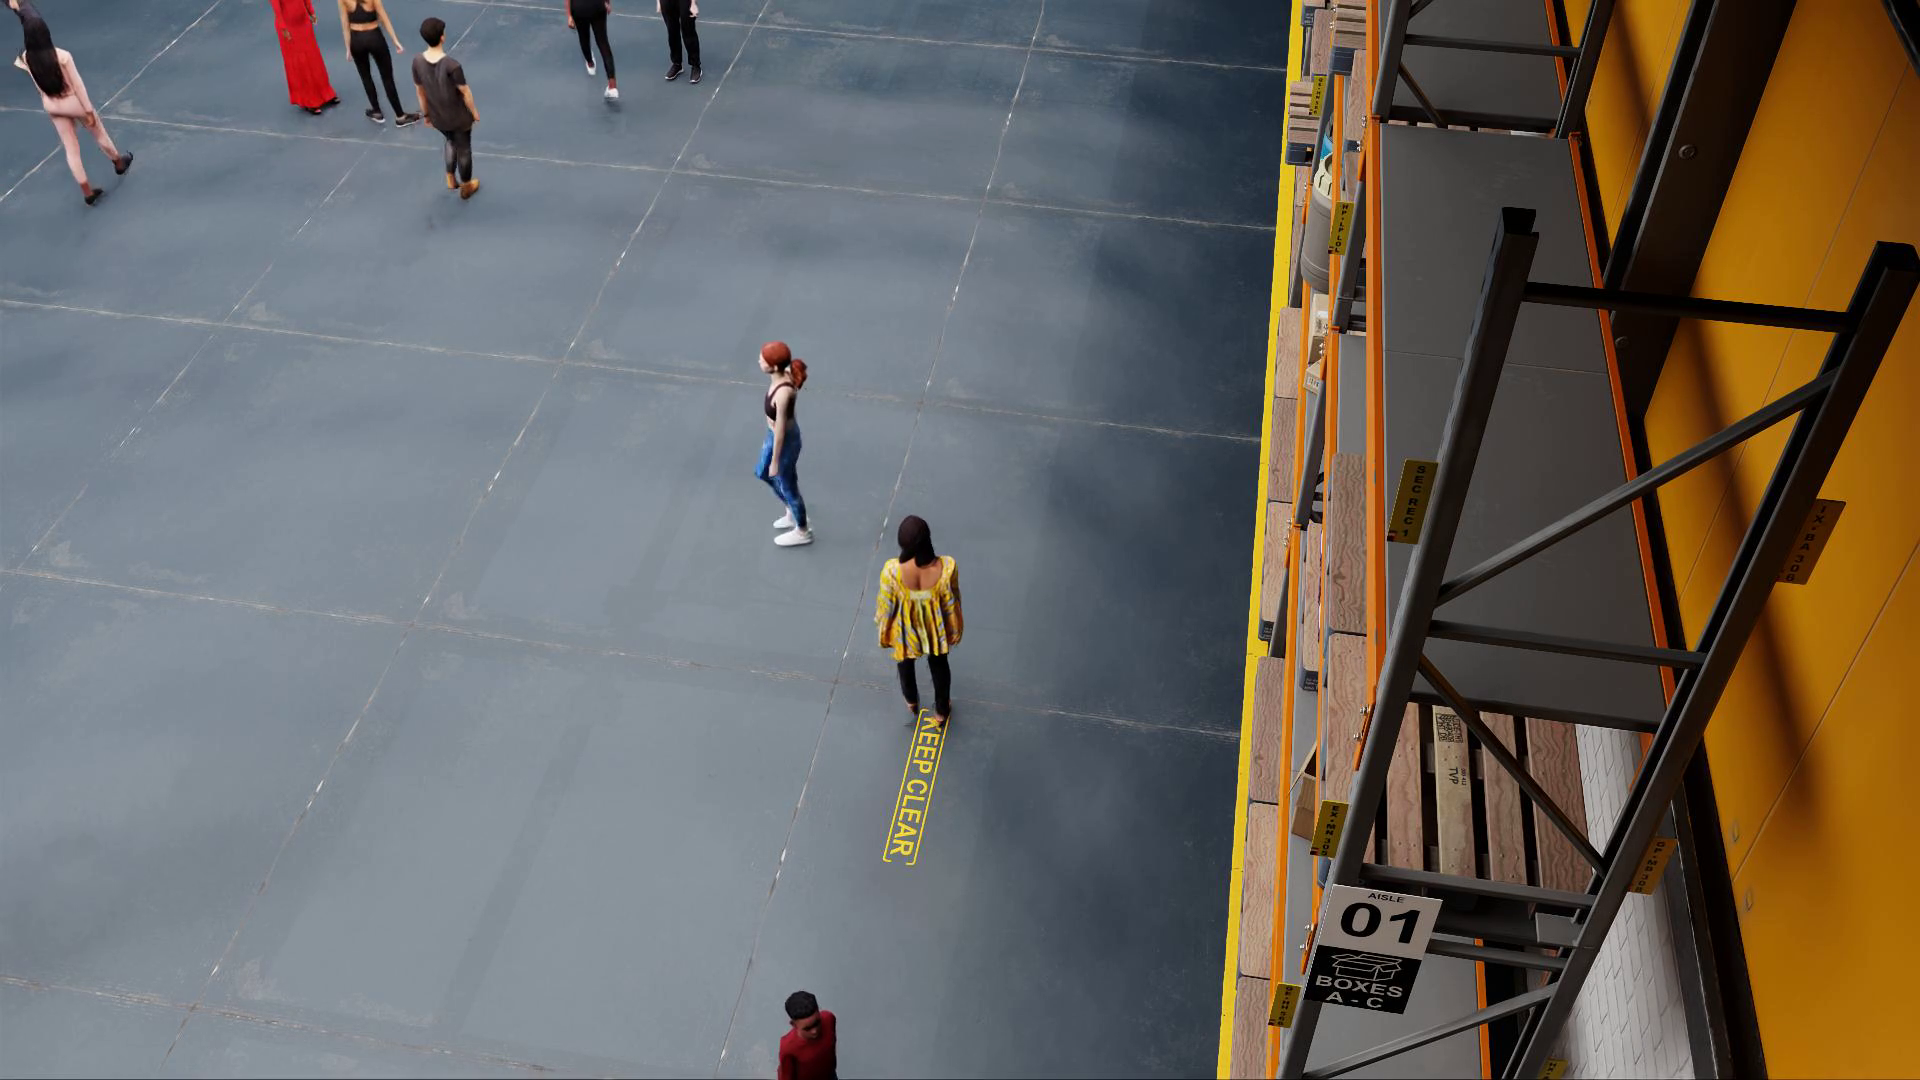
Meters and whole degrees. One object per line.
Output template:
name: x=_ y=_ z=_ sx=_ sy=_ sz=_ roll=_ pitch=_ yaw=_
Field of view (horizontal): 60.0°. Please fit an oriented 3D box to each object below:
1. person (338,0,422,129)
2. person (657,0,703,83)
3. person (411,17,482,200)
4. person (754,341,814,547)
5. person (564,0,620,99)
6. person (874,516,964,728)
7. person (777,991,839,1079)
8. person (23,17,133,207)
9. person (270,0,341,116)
person: x=-5.610 y=-4.674 z=15.791 sx=0.767 sy=1.627 sz=0.705 roll=-2 pitch=44 yaw=-2
person: x=-2.785 y=-5.396 z=16.462 sx=0.601 sy=1.747 sz=0.547 roll=11 pitch=45 yaw=11
person: x=-4.581 y=-3.789 z=14.807 sx=0.647 sy=1.705 sz=0.632 roll=11 pitch=45 yaw=11
person: x=-1.123 y=-0.634 z=11.452 sx=0.722 sy=1.775 sz=0.675 roll=-6 pitch=44 yaw=-6
person: x=-3.602 y=-5.137 z=16.237 sx=1.077 sy=1.684 sz=1.307 roll=-16 pitch=46 yaw=-16
person: x=-0.257 y=0.560 z=10.290 sx=0.799 sy=1.637 sz=0.839 roll=1 pitch=44 yaw=1
person: x=-0.808 y=2.636 z=8.407 sx=0.836 sy=1.230 sz=0.902 roll=-25 pitch=49 yaw=-24
person: x=-7.969 y=-3.770 z=14.795 sx=0.729 sy=1.693 sz=1.022 roll=1 pitch=44 yaw=1
person: x=-6.401 y=-4.964 z=15.987 sx=0.760 sy=1.787 sz=0.635 roll=18 pitch=47 yaw=18
